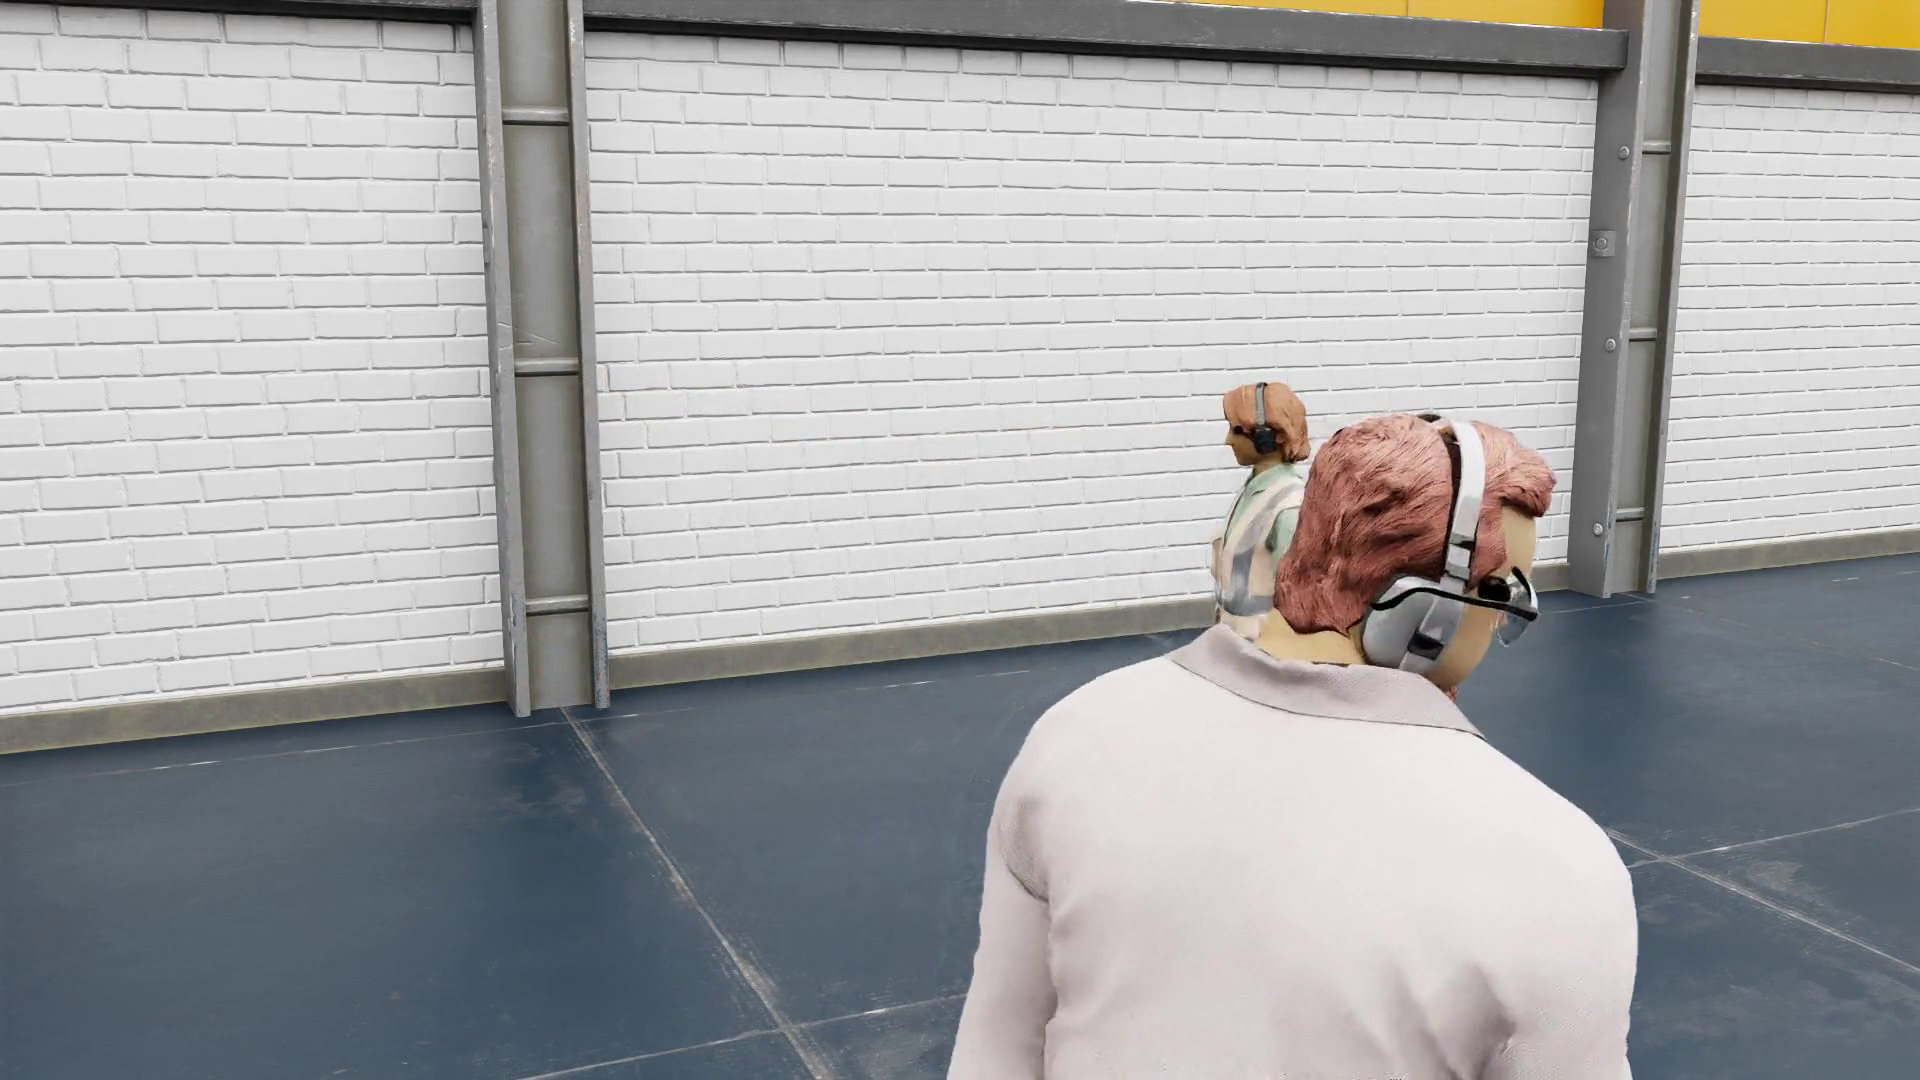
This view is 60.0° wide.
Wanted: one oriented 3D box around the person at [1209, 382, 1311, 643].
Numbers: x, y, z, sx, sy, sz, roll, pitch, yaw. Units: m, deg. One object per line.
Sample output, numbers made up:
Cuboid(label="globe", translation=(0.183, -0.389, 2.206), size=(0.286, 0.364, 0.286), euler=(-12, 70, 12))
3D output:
Cuboid(label="person", translation=(0.856, 0.374, 4.659), size=(0.313, 1.635, 0.513), euler=(-1, 10, -3))

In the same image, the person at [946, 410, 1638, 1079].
Cuboid(label="person", translation=(0.303, 0.804, 1.653), size=(0.670, 1.867, 0.483), euler=(10, 14, 43))
